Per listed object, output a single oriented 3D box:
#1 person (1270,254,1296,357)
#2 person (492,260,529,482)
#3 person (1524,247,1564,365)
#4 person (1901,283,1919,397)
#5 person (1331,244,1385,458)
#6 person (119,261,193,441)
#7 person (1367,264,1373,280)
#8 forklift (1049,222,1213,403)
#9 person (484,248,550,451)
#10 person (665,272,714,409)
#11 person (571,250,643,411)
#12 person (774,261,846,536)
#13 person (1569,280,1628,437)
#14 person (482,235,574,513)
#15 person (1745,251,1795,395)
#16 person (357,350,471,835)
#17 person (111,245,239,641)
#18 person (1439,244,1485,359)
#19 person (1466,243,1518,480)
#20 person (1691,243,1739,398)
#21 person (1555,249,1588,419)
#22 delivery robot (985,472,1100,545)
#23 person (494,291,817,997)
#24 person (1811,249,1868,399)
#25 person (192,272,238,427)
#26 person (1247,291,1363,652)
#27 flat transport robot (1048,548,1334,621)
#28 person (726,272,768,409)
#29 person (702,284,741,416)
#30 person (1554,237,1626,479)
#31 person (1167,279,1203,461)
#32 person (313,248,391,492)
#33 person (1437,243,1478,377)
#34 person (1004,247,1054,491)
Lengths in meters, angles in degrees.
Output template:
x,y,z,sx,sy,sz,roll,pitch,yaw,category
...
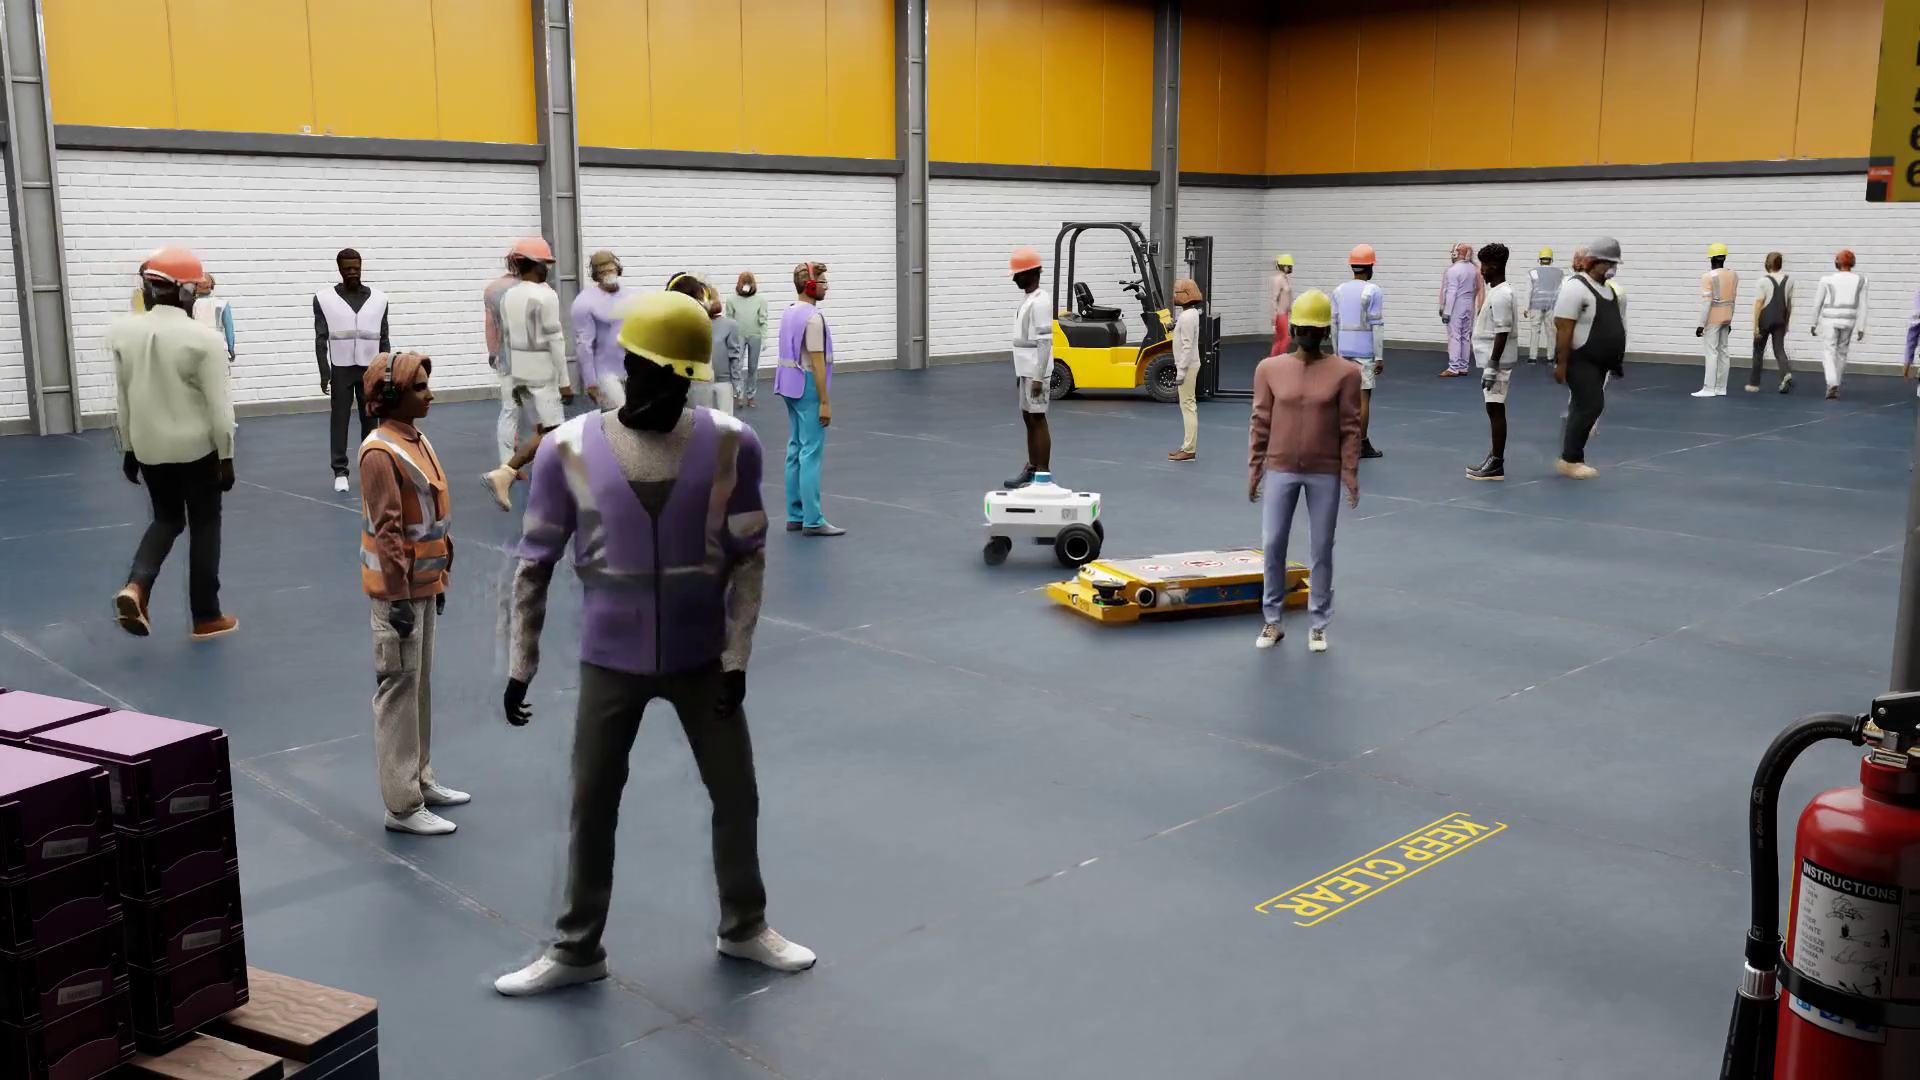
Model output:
x,y,z,sx,sy,sz,roll,pitch,yaw,category
4.742,-3.263,24.139,0.570,1.751,0.534,5,12,26,person
-3.526,-1.442,13.832,0.633,1.890,0.983,5,11,25,person
9.125,-3.654,26.038,0.592,1.832,0.404,1,10,6,person
8.461,-1.564,14.221,0.899,2.002,0.649,-10,14,-43,person
3.640,-1.716,15.170,0.344,1.942,0.551,-8,13,-38,person
-7.585,-1.743,15.750,0.635,1.777,0.999,1,10,8,person
5.344,-2.875,22.160,0.317,1.695,0.549,-1,10,-8,person
1.935,-2.847,20.651,2.313,2.155,1.214,2,11,13,forklift
-4.117,-1.785,15.643,0.646,1.907,0.401,-2,11,-9,person
-1.432,-0.523,8.985,0.340,1.836,0.651,2,11,11,person
-2.595,-1.228,12.601,0.444,1.910,0.655,9,14,42,person
-1.043,-0.948,11.240,0.389,1.847,0.563,-5,12,-27,person
6.383,-1.953,16.772,0.656,1.826,0.447,6,12,32,person
-3.102,-1.172,11.977,0.776,2.025,0.627,-10,14,-44,person
10.375,-2.761,21.205,0.516,1.823,0.825,0,10,-1,person
-1.884,0.176,5.679,0.307,1.641,0.512,-1,10,-6,person
-3.865,-0.449,8.162,0.630,1.972,0.569,2,11,10,person
7.897,-3.703,26.171,0.690,1.884,0.511,2,11,13,person
4.428,-1.474,13.808,0.380,1.958,0.601,4,11,19,person
9.448,-2.743,20.822,0.589,1.924,0.383,-5,12,-27,person
6.870,-2.263,18.362,0.500,1.866,0.594,-6,12,-30,person
0.510,-0.178,10.314,0.707,0.478,0.477,1,11,7,delivery robot
-0.859,0.298,4.370,0.854,1.886,0.415,-2,11,-12,person
10.959,-2.684,20.736,0.588,1.855,0.833,2,11,11,person
-7.825,-1.963,17.342,0.511,1.640,0.308,-3,11,-16,person
1.671,-0.322,8.086,0.565,1.753,0.363,3,11,15,person
1.268,0.229,9.121,1.431,0.197,0.652,-4,11,-22,flat transport robot
-2.488,-2.321,19.424,0.501,1.581,0.858,-1,10,-6,person
-2.051,-1.284,13.682,0.503,1.626,0.282,-1,10,-3,person
5.245,-1.521,13.838,0.544,2.000,0.696,9,14,41,person
2.026,-1.526,14.978,0.285,1.633,0.498,2,11,11,person
-4.831,-1.358,13.284,0.590,1.920,0.398,-7,13,-35,person
7.113,-3.288,23.835,0.636,1.911,0.405,-10,14,-42,person
0.540,-1.329,13.086,0.379,1.931,0.546,-2,11,-11,person
